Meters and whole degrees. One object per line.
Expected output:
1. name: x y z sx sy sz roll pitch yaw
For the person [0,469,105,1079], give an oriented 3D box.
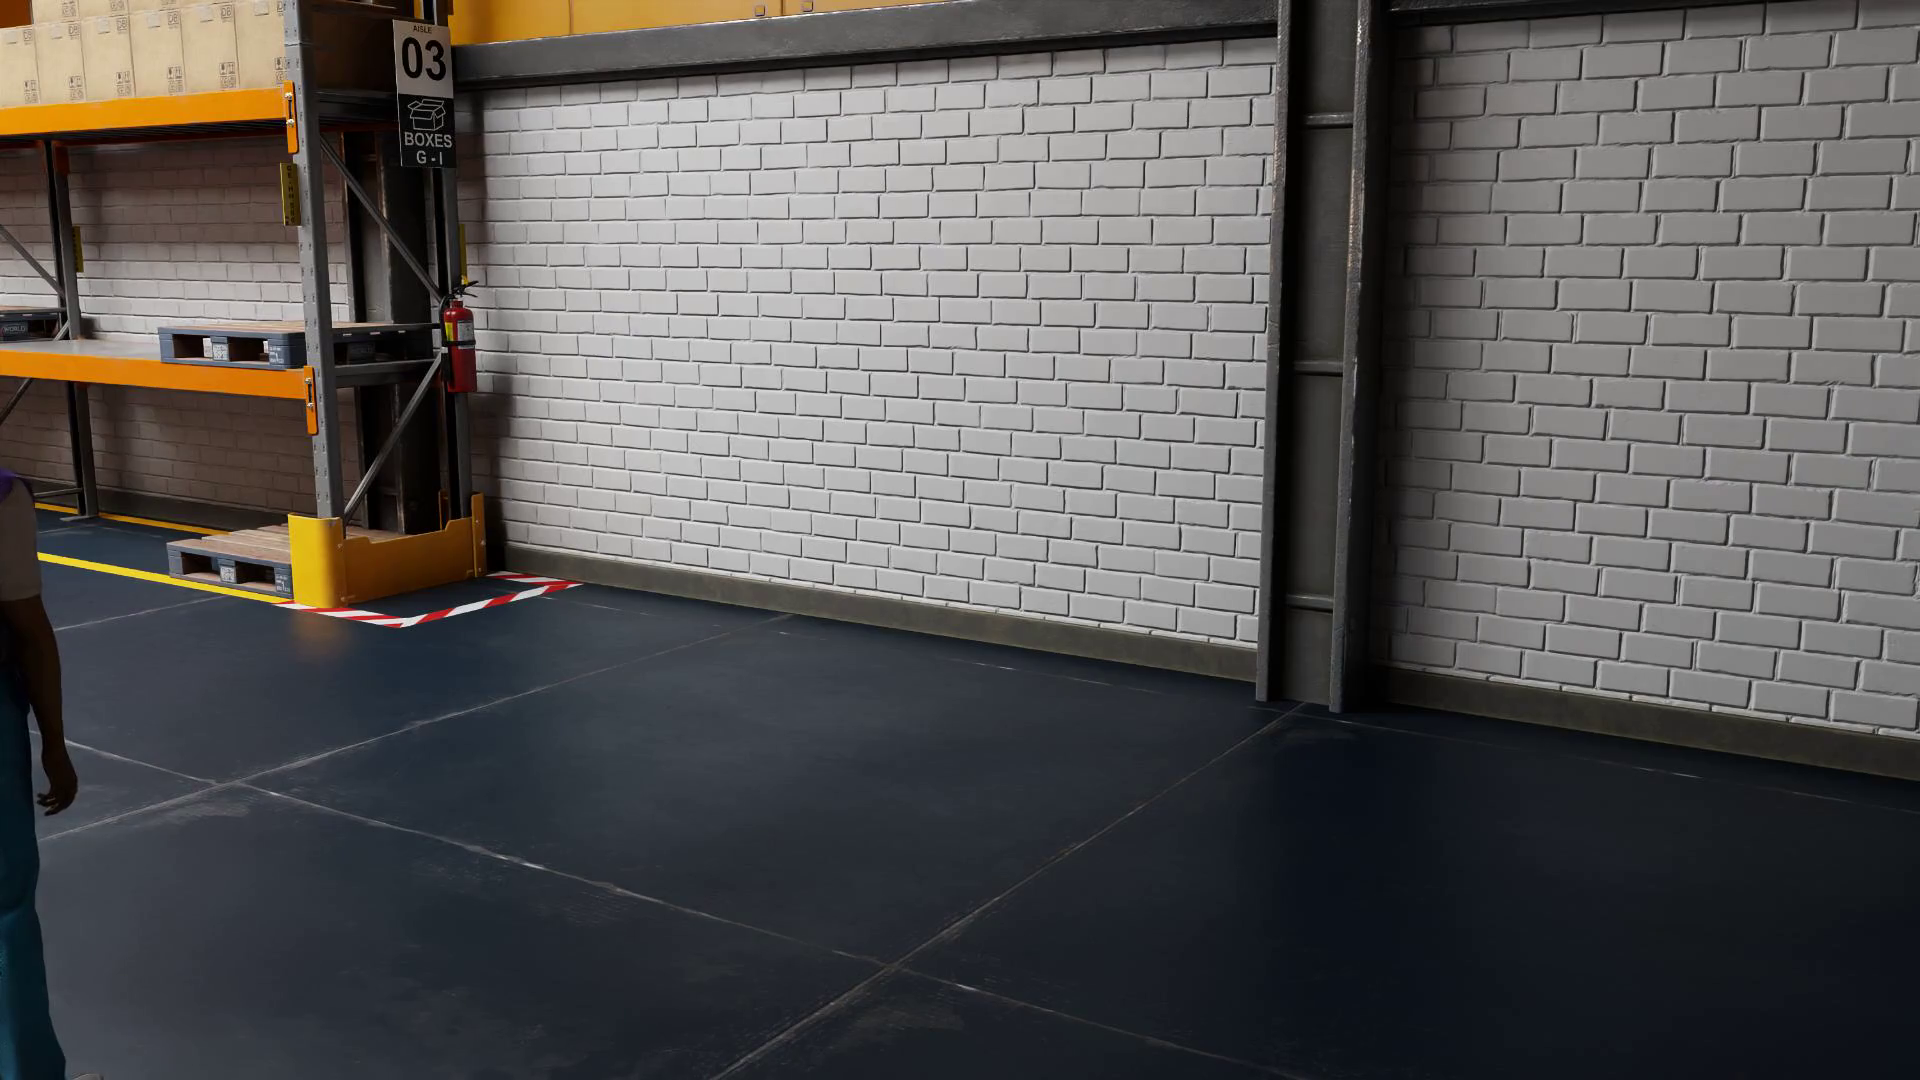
1. person: -2.251 0.462 3.634 0.564 1.837 0.388 -1 10 -7
